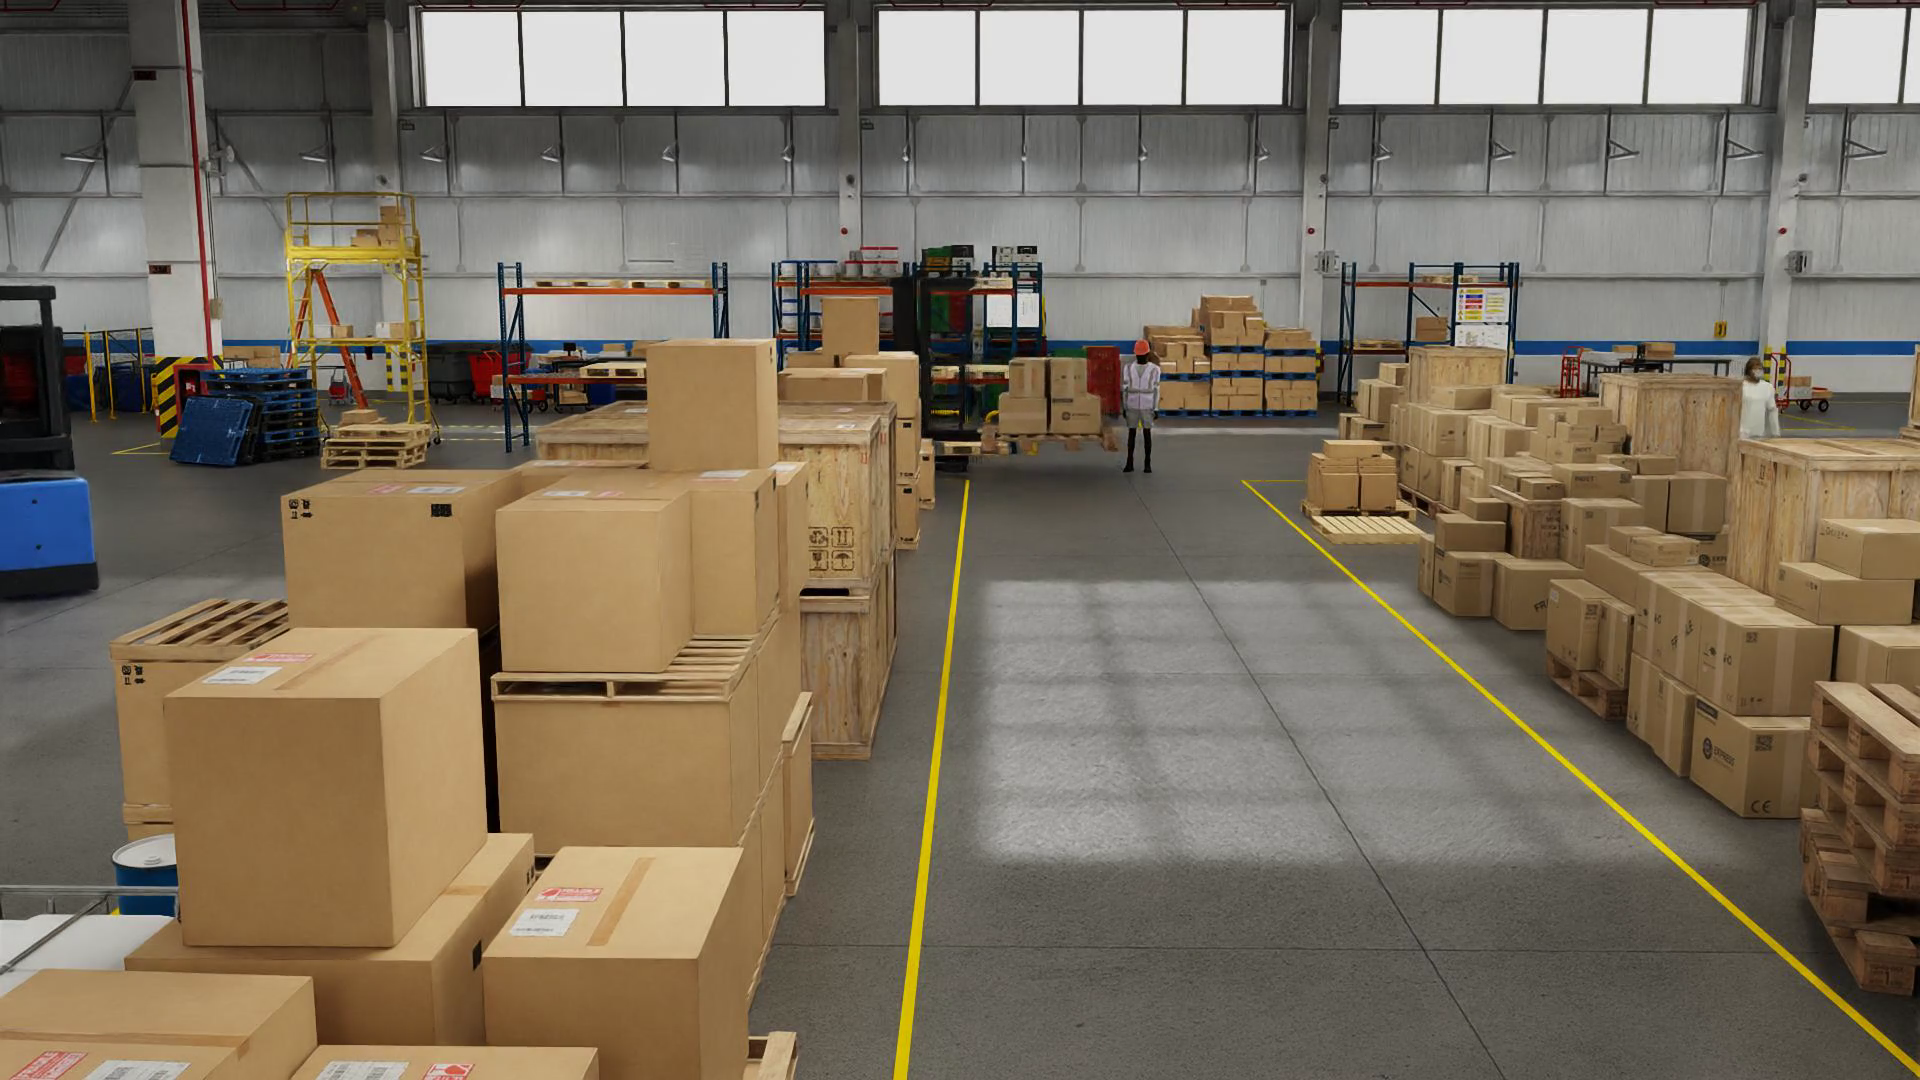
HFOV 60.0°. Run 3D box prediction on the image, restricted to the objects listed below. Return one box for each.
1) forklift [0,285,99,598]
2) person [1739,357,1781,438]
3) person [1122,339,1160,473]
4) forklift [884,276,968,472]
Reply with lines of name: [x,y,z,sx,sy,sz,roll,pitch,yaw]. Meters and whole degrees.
forklift: [-8.788,-0.960,15.384,1.129,2.768,1.873,-7,12,-34]
person: [9.681,-1.287,20.328,0.633,1.885,1.025,-3,10,-18]
person: [2.610,-1.932,24.050,0.542,1.930,0.366,2,10,13]
forklift: [-0.822,-2.420,24.132,1.873,2.768,1.129,0,9,1]
